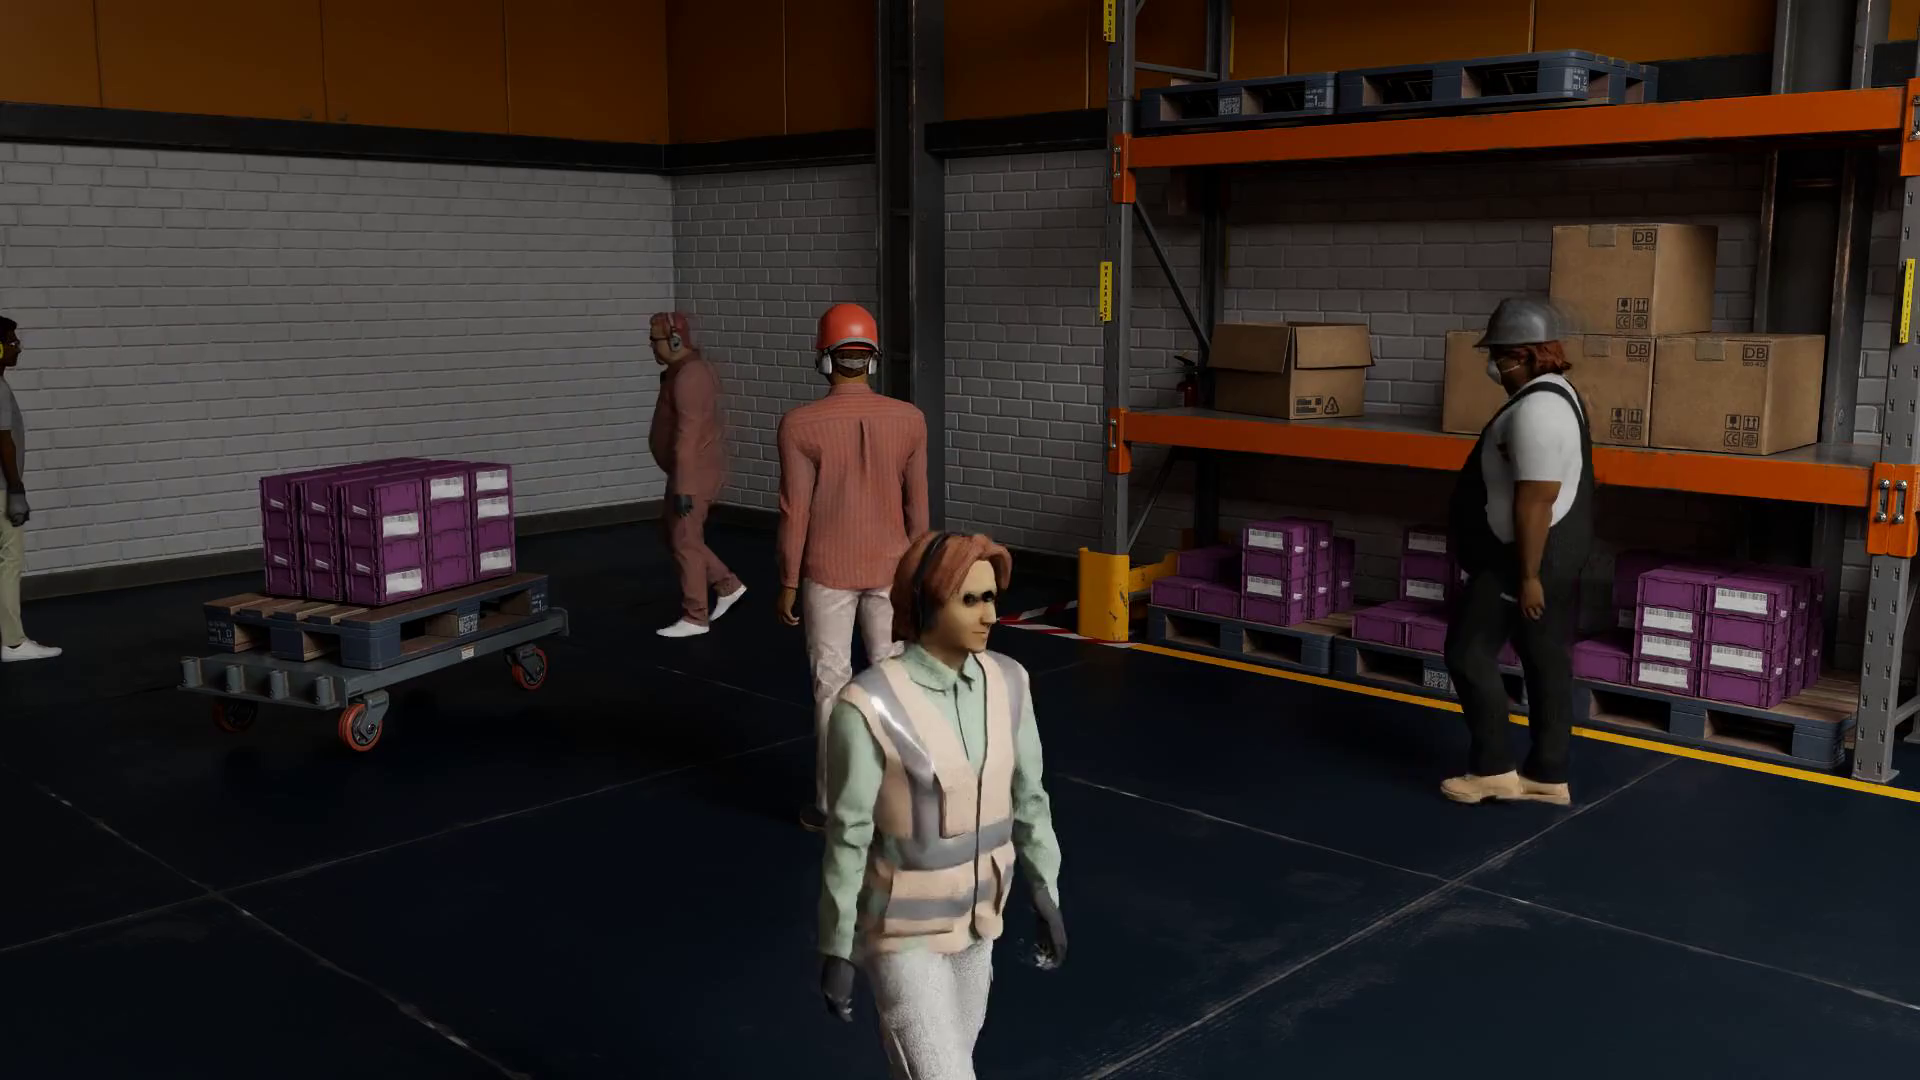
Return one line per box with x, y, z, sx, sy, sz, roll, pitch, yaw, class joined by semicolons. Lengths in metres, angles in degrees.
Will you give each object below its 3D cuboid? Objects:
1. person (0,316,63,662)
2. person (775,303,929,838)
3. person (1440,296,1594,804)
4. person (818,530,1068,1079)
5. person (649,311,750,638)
-5.198;-0.277;9.038;0.514;1.871;0.323;8;12;41;person
-0.407;0.118;6.230;0.623;1.992;0.397;-5;10;-28;person
2.168;0.042;6.554;0.618;2.000;0.690;6;11;31;person
0.022;0.792;3.257;0.663;1.614;0.542;8;13;42;person
-1.536;-0.364;9.509;0.463;1.881;0.662;-1;9;-8;person
